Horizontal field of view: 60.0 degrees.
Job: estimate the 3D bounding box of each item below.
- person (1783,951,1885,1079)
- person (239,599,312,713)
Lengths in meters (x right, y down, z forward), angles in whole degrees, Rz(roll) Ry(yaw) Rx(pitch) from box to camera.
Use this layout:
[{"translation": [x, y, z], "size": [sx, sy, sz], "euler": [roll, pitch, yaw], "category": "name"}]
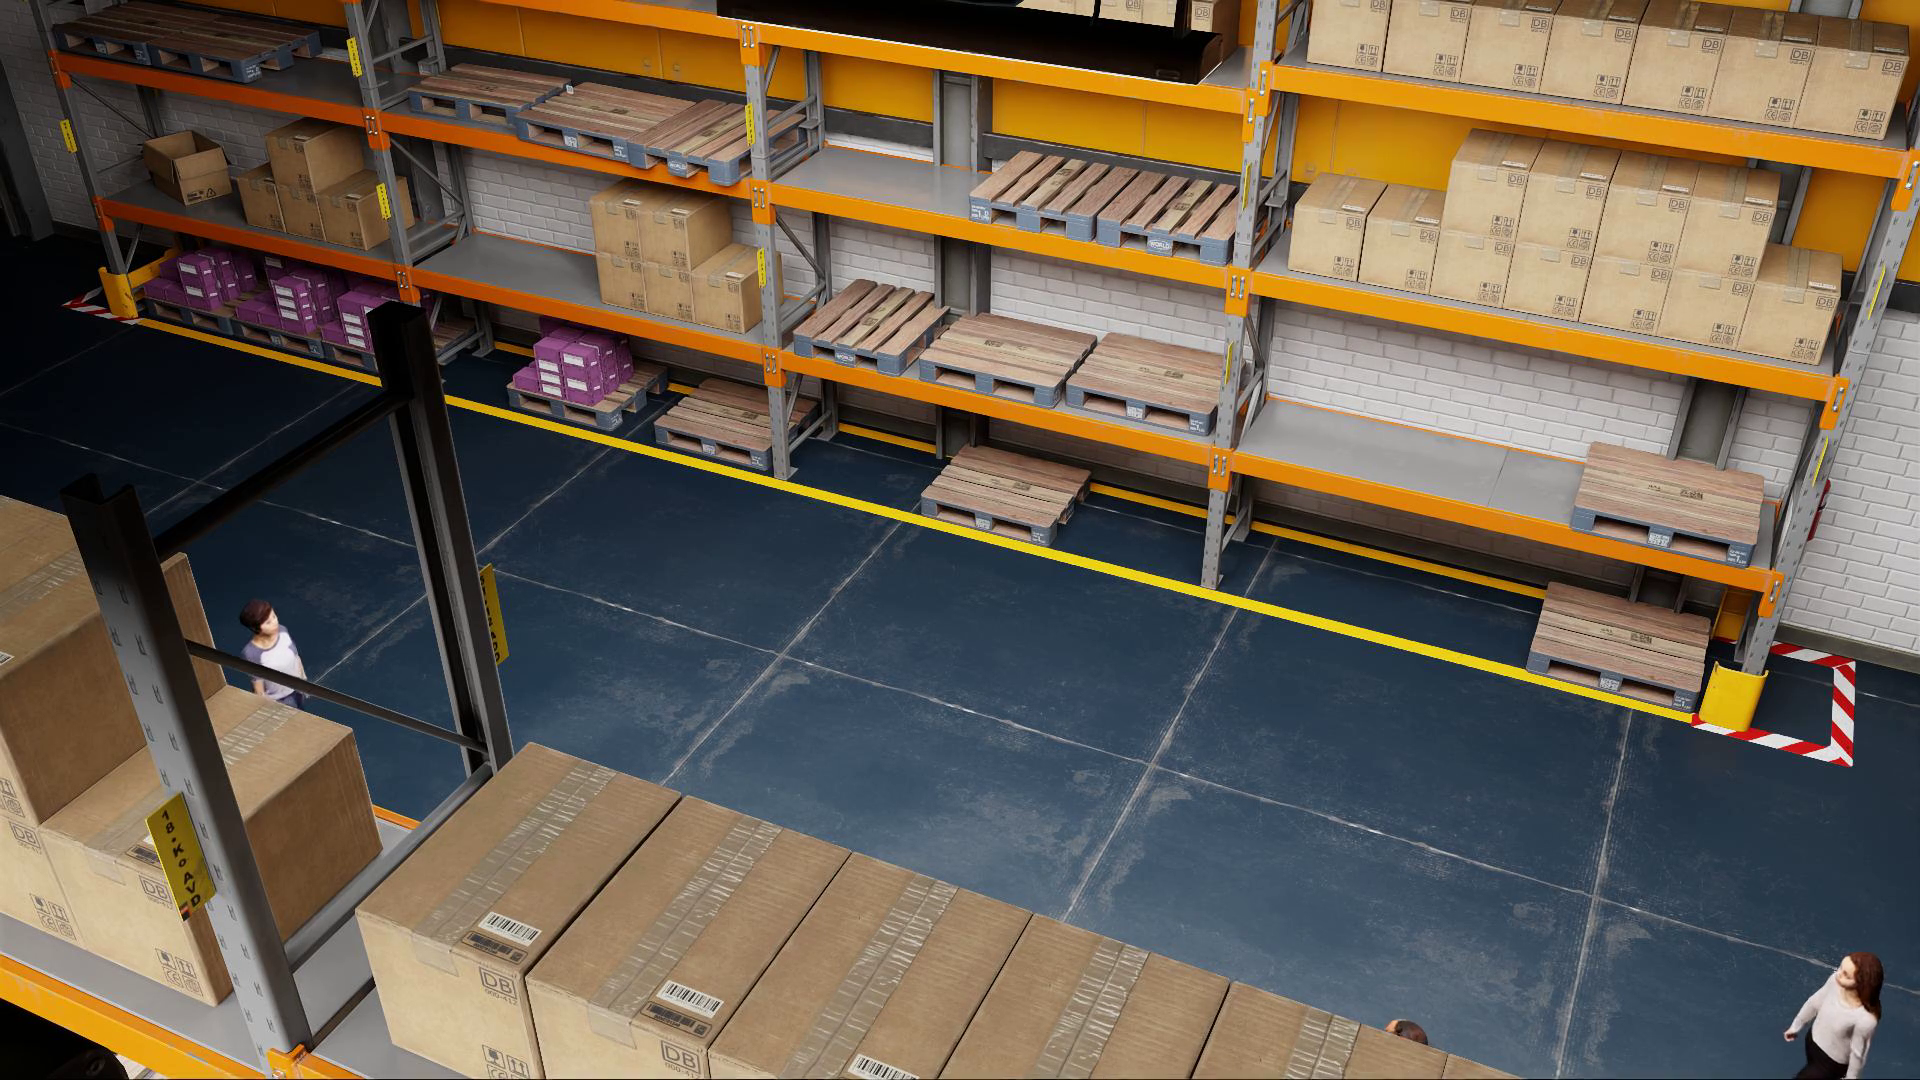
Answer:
[{"translation": [4.620, 2.695, 8.721], "size": [1.070, 1.448, 0.834], "euler": [-1, 34, -1], "category": "person"}, {"translation": [-4.600, 1.033, 11.143], "size": [1.013, 1.535, 0.680], "euler": [8, 34, 11], "category": "person"}]
